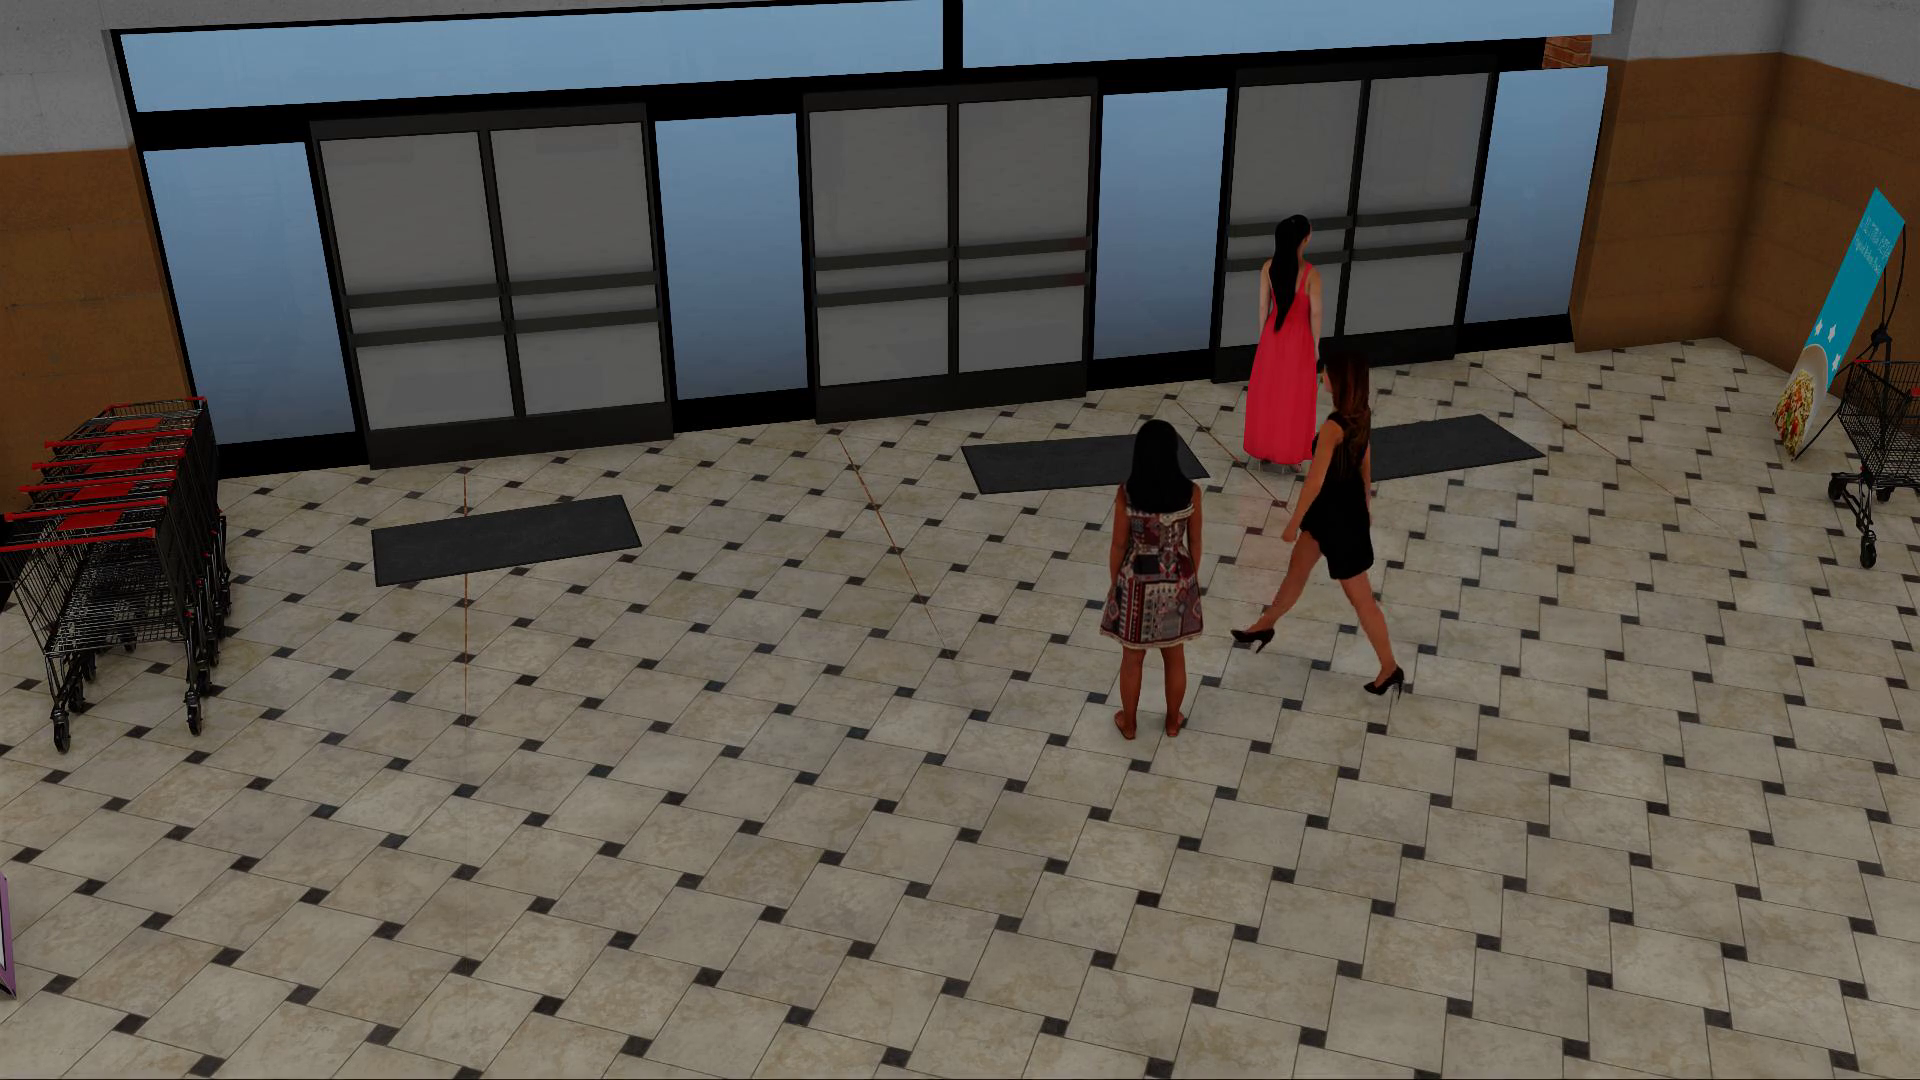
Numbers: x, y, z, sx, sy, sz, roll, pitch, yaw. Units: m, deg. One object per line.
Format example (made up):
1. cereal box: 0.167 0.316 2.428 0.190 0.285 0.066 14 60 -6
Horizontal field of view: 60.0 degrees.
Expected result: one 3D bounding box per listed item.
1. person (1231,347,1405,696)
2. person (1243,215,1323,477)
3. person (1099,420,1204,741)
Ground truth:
1. person: 1.942 -0.014 8.180 1.193 1.768 1.098 16 31 29
2. person: 2.089 -1.236 10.635 0.701 1.728 0.771 17 31 30
3. person: 0.919 0.205 7.887 0.701 1.642 0.617 0 27 -1
